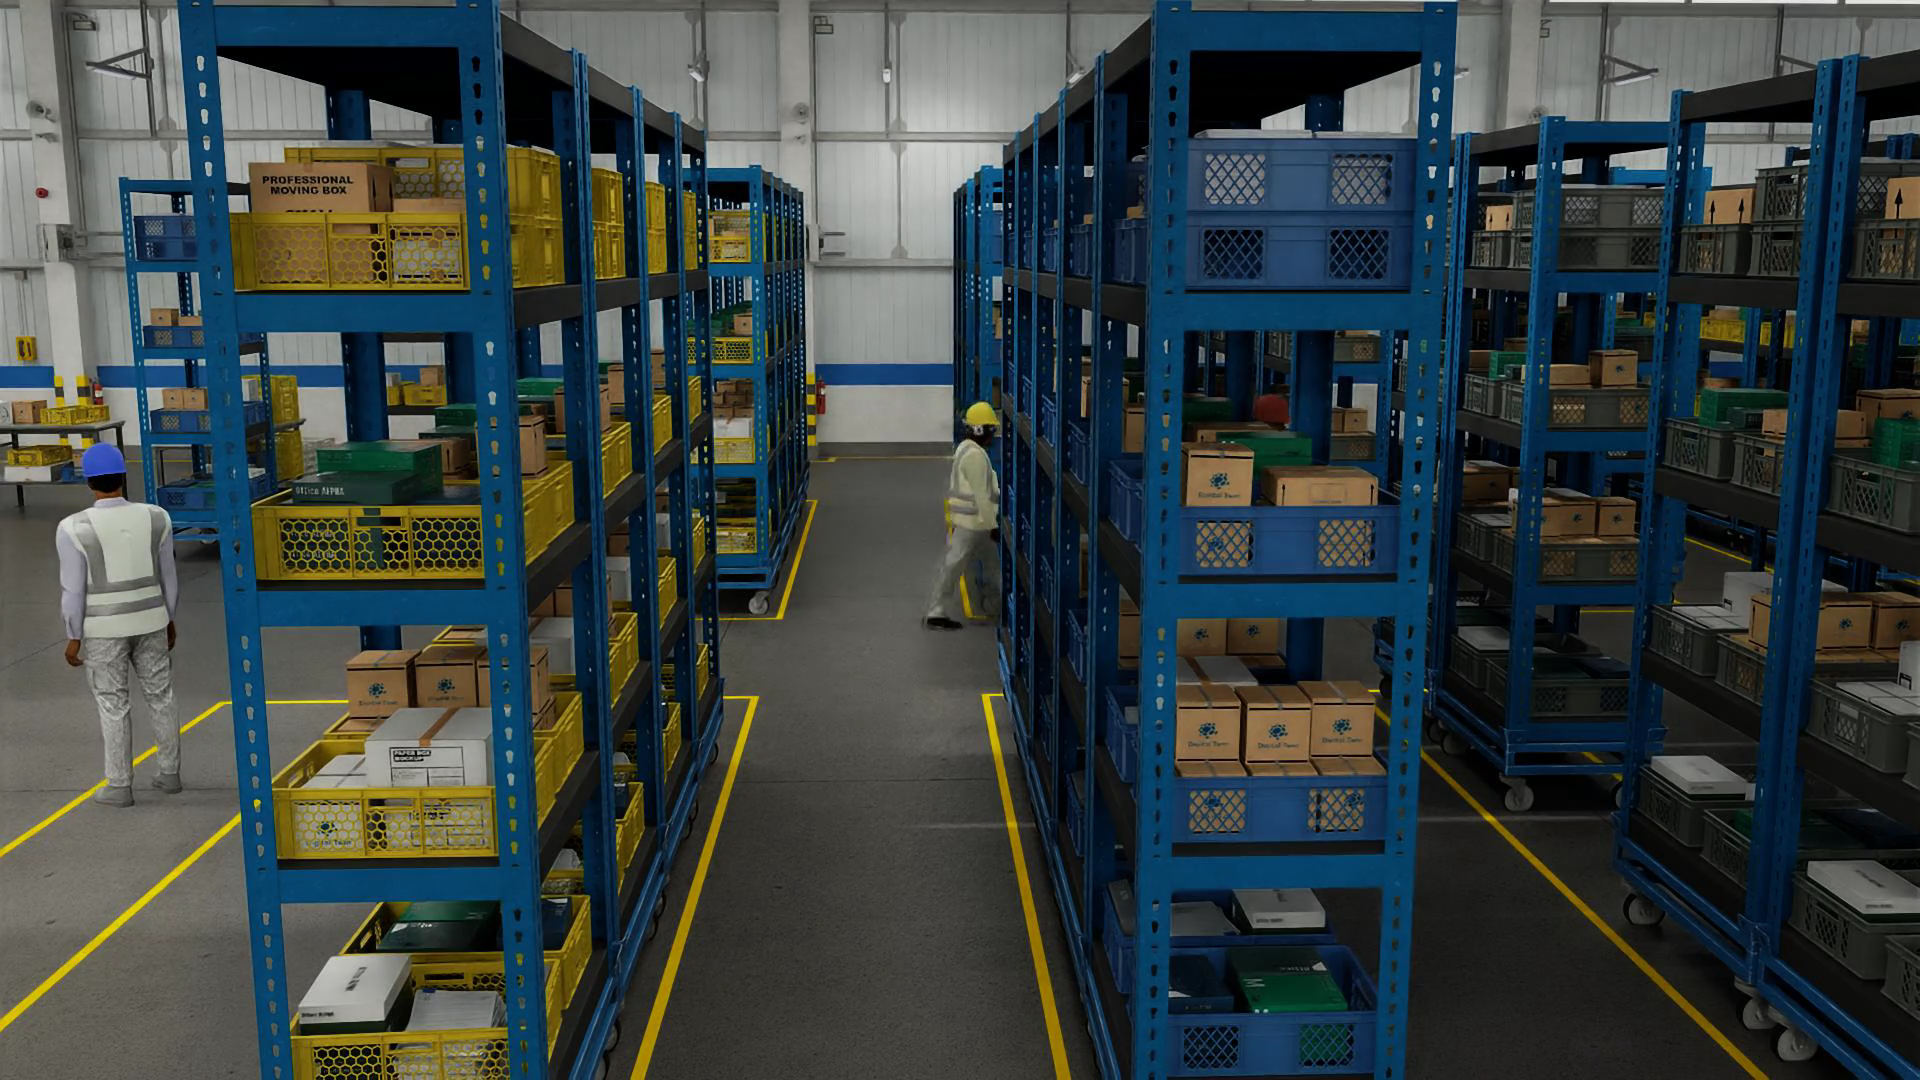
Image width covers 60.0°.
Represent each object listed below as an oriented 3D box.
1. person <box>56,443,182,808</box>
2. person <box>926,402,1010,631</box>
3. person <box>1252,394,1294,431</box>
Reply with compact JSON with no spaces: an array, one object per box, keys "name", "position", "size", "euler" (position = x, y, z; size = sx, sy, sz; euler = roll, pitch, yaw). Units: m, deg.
[{"name":"person","position":[-4.474,0.453,8.876],"size":[0.402,1.944,0.605],"euler":[8,13,39]},{"name":"person","position":[0.164,-0.167,12.860],"size":[0.942,1.782,0.589],"euler":[0,10,1]},{"name":"person","position":[2.076,-0.015,11.436],"size":[0.441,1.973,0.654],"euler":[0,10,1]}]
